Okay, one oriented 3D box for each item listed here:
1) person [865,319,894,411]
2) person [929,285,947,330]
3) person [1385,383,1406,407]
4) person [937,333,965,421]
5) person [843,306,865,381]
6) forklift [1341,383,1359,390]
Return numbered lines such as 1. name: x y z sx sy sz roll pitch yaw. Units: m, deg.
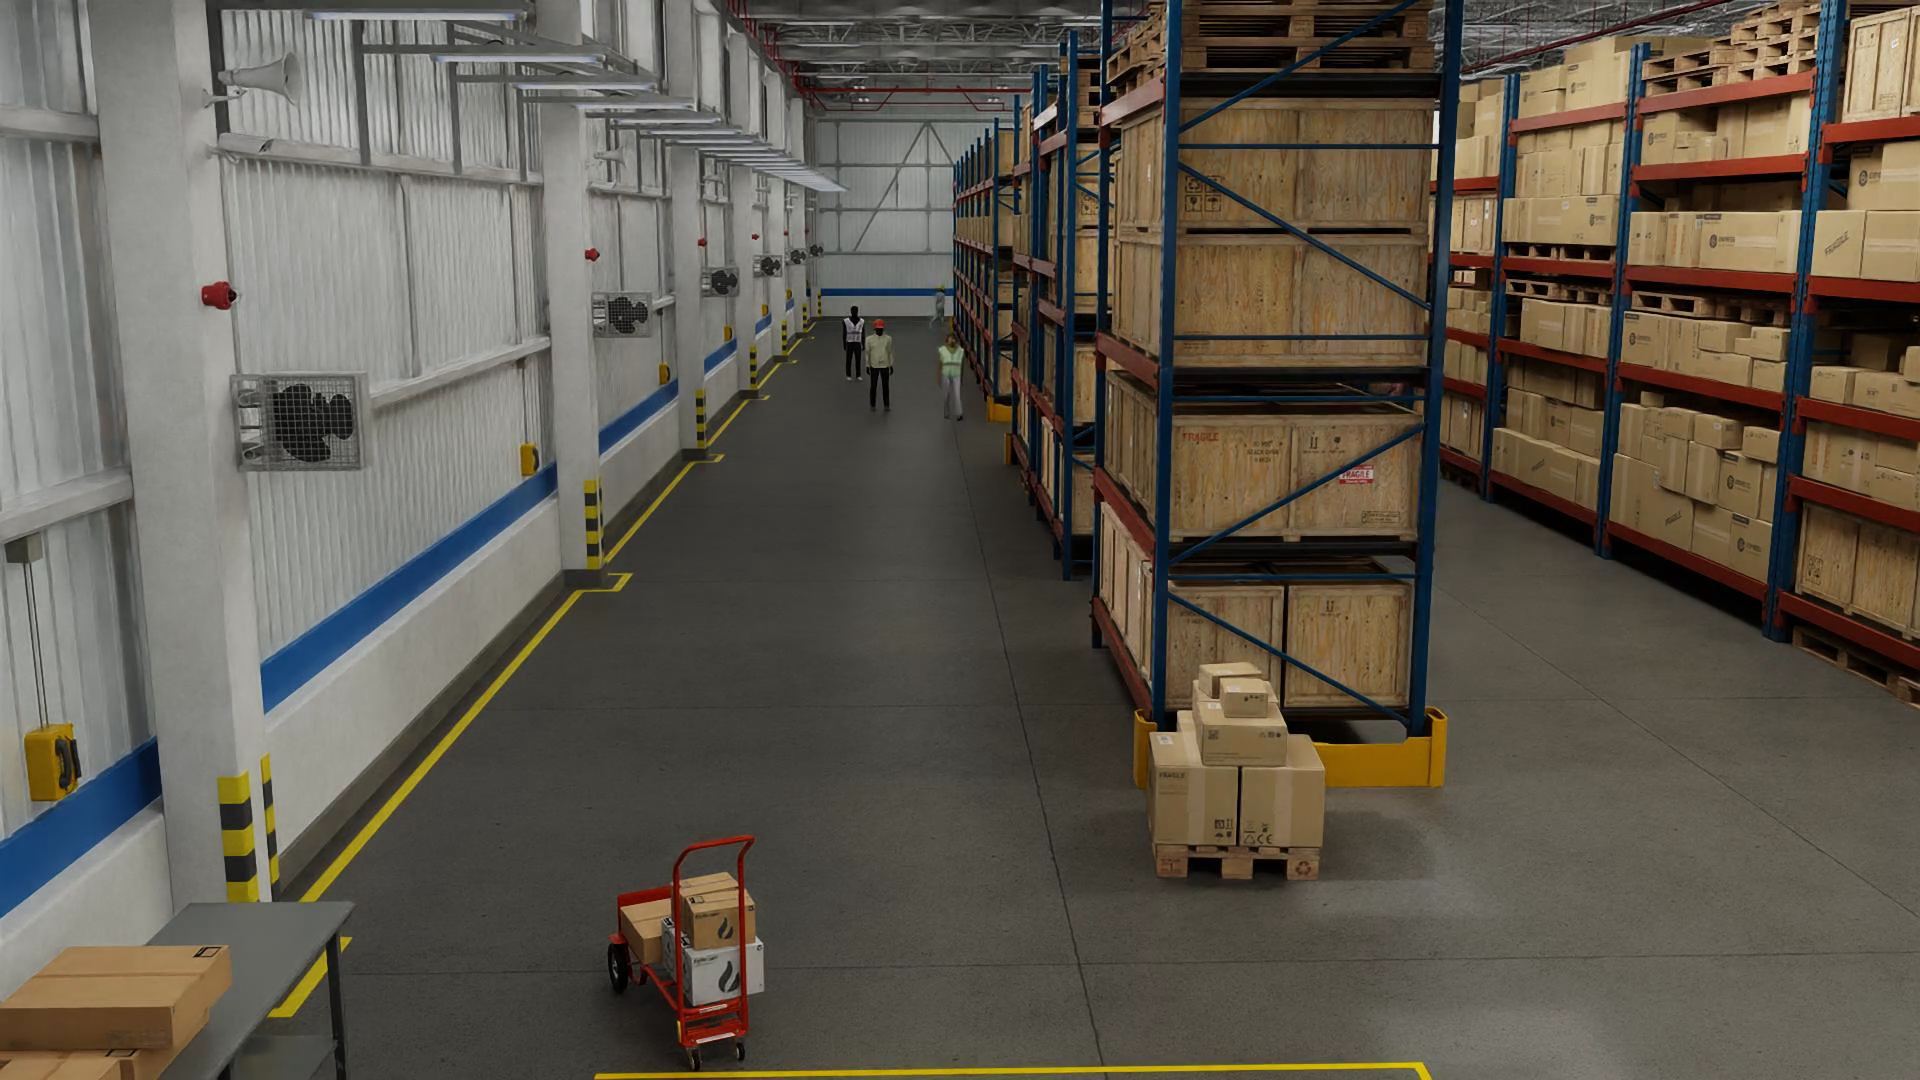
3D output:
1. person: -1.728 -3.744 35.673 0.618 1.986 0.409 -2 11 -11
2. person: -0.788 -8.701 62.187 0.715 1.697 0.533 -9 14 -39
3. person: 7.807 -2.575 29.787 0.408 1.909 0.638 2 11 10
4. person: -0.182 -3.337 34.073 0.575 1.792 0.973 -1 11 -8
5. person: -2.711 -5.031 42.560 0.592 1.911 0.387 -4 12 -20
6. forklift: 4.796 -1.392 21.091 1.873 2.768 1.129 0 11 -2
